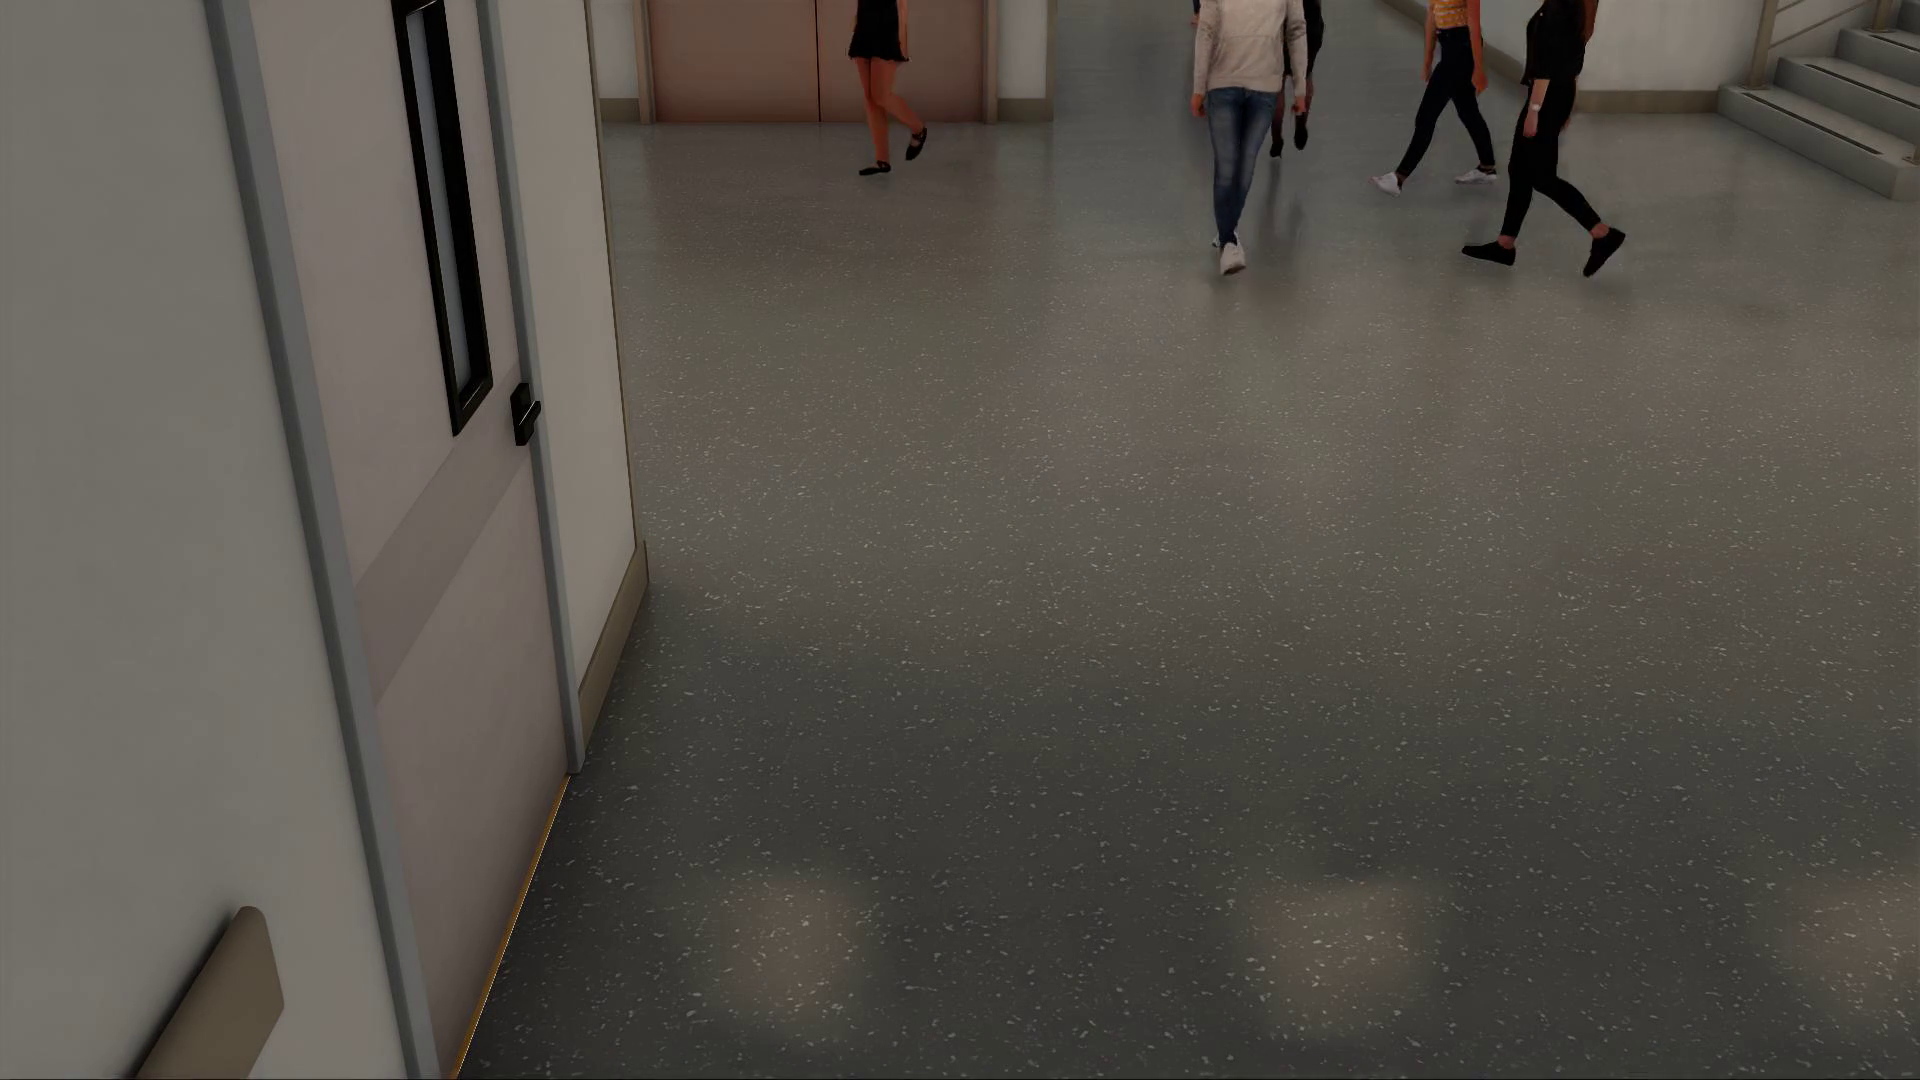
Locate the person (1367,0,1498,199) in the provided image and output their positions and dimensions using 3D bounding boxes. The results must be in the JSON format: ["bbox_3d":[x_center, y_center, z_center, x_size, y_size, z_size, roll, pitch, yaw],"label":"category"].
[{"bbox_3d":[2.912,-2.744,9.602,1.223,1.568,0.845,-3,26,-7],"label":"person"}]

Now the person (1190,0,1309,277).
[{"bbox_3d":[1.423,-2.298,8.377,1.007,1.830,0.832,-3,26,-5],"label":"person"}]

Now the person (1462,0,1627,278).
[{"bbox_3d":[2.982,-2.122,8.172,1.131,1.691,0.967,16,30,30],"label":"person"}]

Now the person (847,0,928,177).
[{"bbox_3d":[-0.432,-3.080,10.188,0.839,1.665,0.773,-21,33,-36],"label":"person"}]

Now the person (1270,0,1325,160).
[{"bbox_3d":[2.095,-3.186,10.379,0.783,1.689,0.661,0,26,0],"label":"person"}]
